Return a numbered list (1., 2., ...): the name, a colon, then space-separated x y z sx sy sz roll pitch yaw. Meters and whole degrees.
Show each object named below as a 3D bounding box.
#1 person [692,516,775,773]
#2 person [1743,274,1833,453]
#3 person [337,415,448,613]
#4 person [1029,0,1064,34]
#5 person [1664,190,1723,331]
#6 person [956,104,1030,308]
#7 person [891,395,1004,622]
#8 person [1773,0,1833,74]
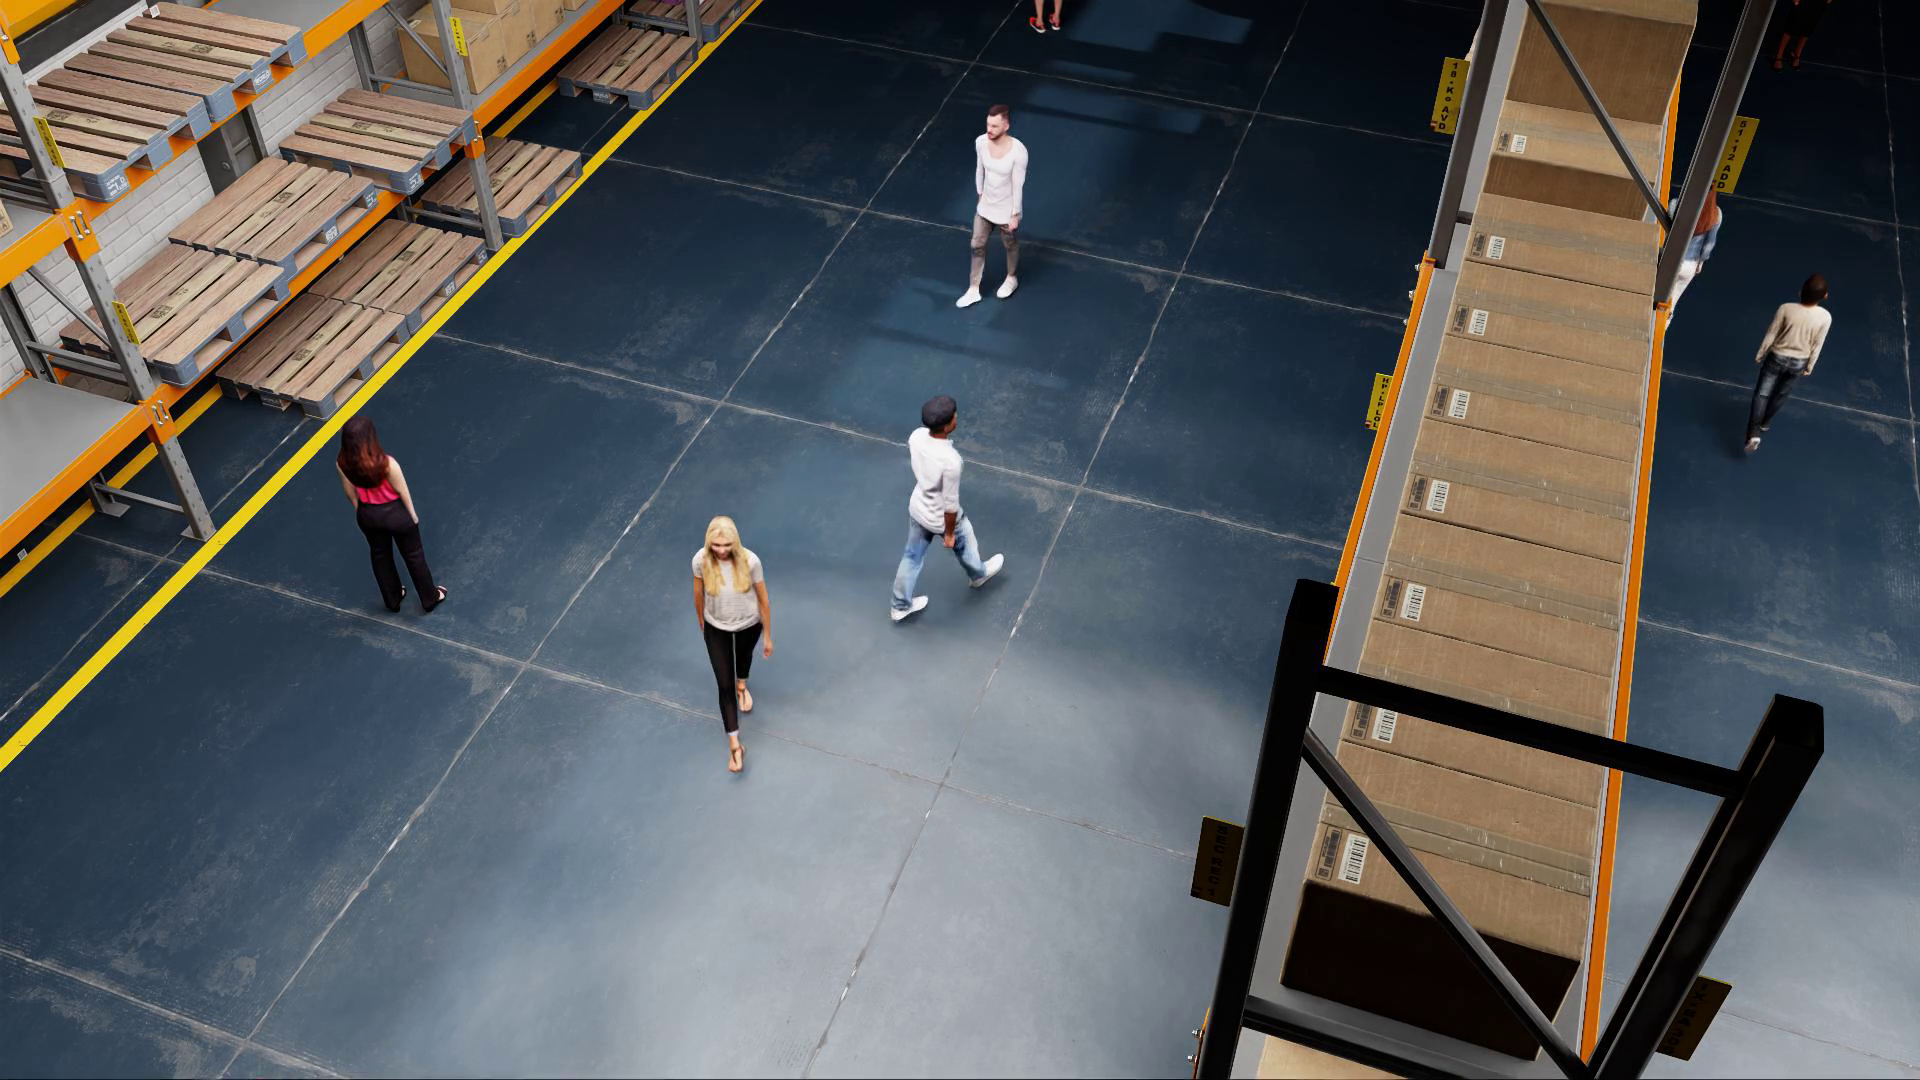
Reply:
1. person: -1.410 0.463 10.368 0.946 1.788 1.144 -7 44 -8
2. person: 6.190 -1.296 12.466 0.546 1.442 0.919 15 46 15
3. person: -3.835 -0.167 11.122 0.630 1.660 0.589 4 44 4
4. person: 0.940 -6.205 17.319 0.737 1.855 0.756 -9 44 -9
5. person: 5.655 -2.135 13.166 0.631 1.691 0.616 13 45 14
6. person: 0.383 -2.816 13.788 0.774 1.819 0.951 23 48 22
7. person: -0.226 -0.165 11.044 1.250 1.766 1.031 -30 51 -28
8. person: 8.596 -5.509 16.735 0.665 1.653 0.685 -7 44 -8
